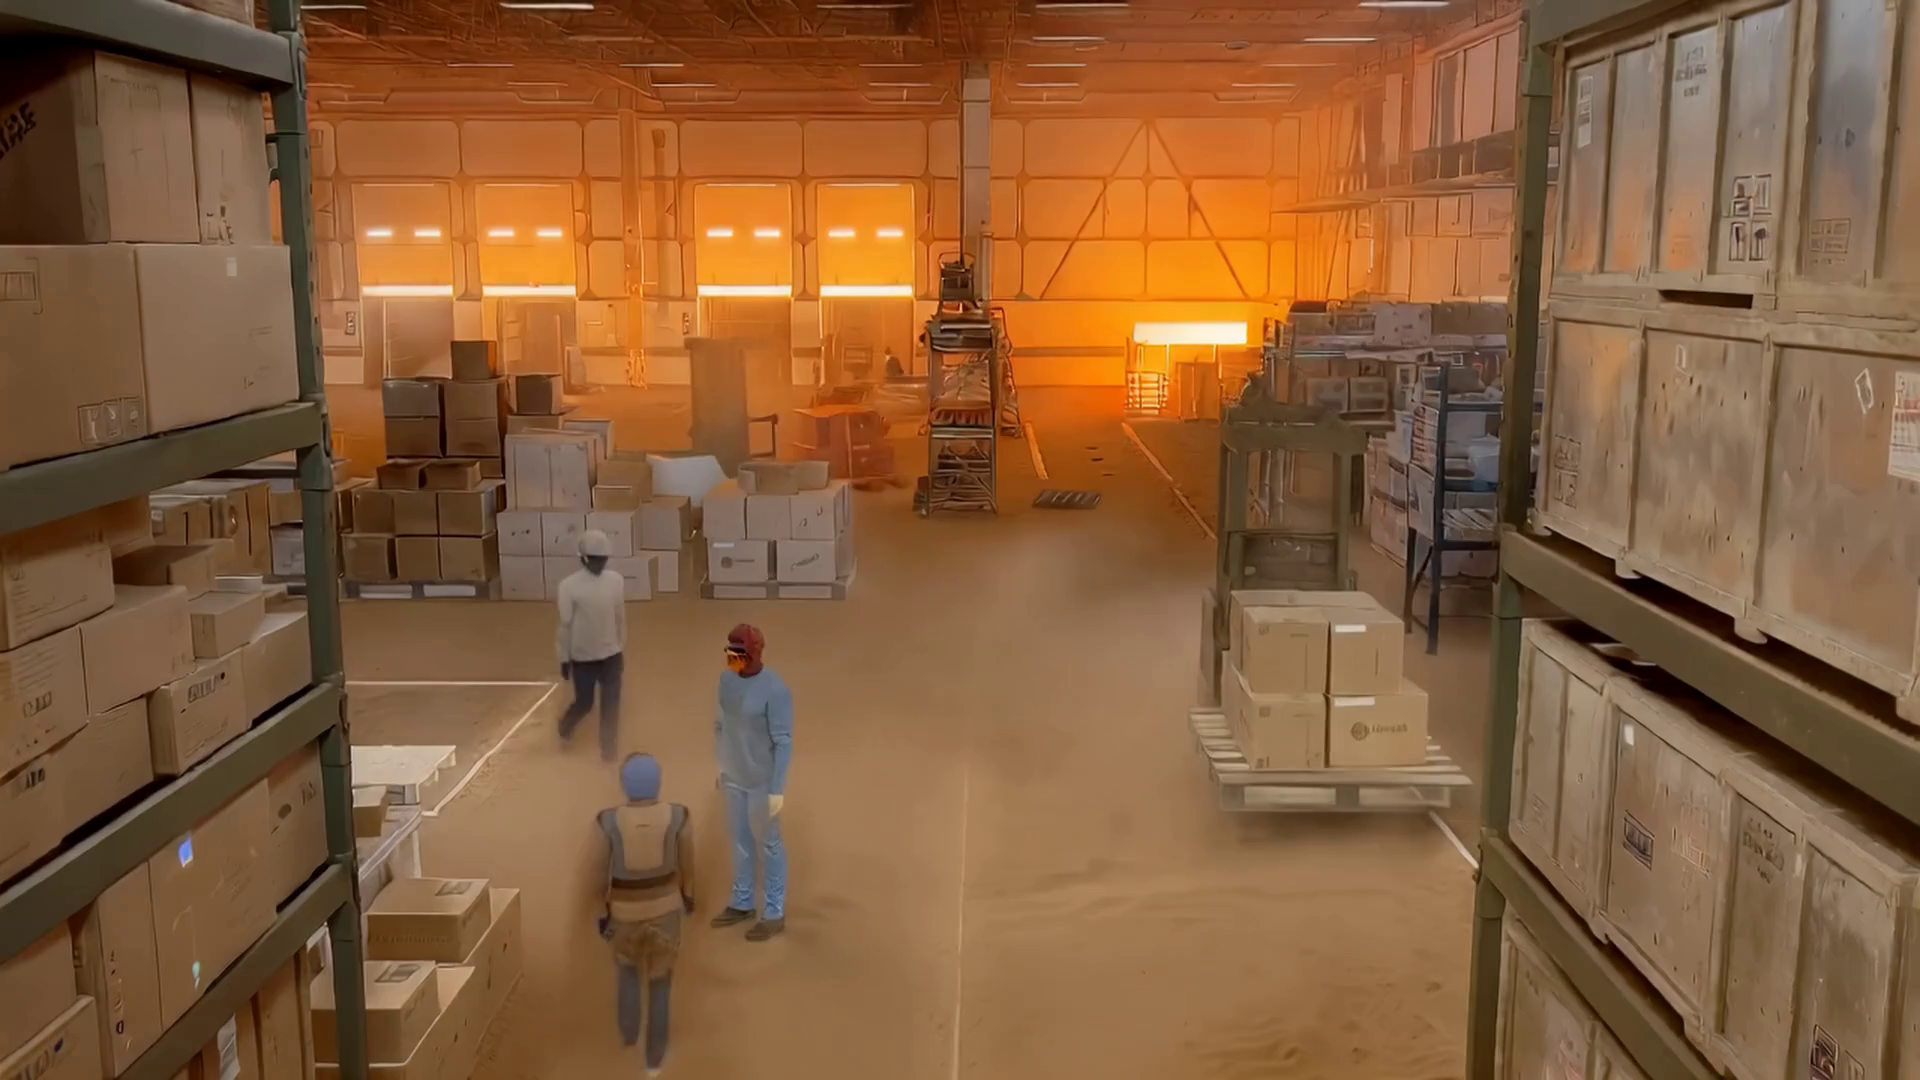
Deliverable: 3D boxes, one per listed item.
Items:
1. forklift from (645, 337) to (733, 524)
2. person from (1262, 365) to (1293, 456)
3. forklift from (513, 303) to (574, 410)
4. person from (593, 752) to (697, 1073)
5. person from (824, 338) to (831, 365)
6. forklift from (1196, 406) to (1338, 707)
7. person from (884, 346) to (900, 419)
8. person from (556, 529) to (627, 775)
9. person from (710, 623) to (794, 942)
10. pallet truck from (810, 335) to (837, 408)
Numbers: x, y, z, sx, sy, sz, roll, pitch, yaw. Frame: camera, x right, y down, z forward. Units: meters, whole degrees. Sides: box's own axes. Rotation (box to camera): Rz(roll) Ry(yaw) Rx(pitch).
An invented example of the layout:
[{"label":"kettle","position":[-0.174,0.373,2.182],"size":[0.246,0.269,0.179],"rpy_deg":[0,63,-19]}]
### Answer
[{"label":"forklift","position":[-3.817,-1.683,25.412],"size":[1.873,2.768,1.129],"rpy_deg":[-6,12,-31]},{"label":"person","position":[6.436,-2.650,33.817],"size":[0.831,1.902,0.568],"rpy_deg":[-1,10,-6]},{"label":"forklift","position":[-10.722,-4.664,42.608],"size":[1.129,2.768,1.873],"rpy_deg":[0,10,1]},{"label":"person","position":[-1.614,1.868,8.549],"size":[0.530,1.610,0.644],"rpy_deg":[-2,10,-13]},{"label":"person","position":[-3.829,-5.098,48.692],"size":[0.309,1.639,0.514],"rpy_deg":[0,10,2]},{"label":"forklift","position":[2.693,0.251,14.255],"size":[1.129,2.768,1.873],"rpy_deg":[0,10,1]},{"label":"person","position":[-1.686,-3.645,39.509],"size":[0.691,1.912,0.627],"rpy_deg":[-5,11,-27]},{"label":"person","position":[-2.957,0.871,13.282],"size":[0.632,1.973,0.689],"rpy_deg":[-9,13,-43]},{"label":"person","position":[-1.263,1.448,10.062],"size":[0.627,1.941,0.371],"rpy_deg":[9,13,42]},{"label":"pallet truck","position":[-3.021,-4.312,43.126],"size":[1.885,1.965,0.823],"rpy_deg":[3,10,17]}]
